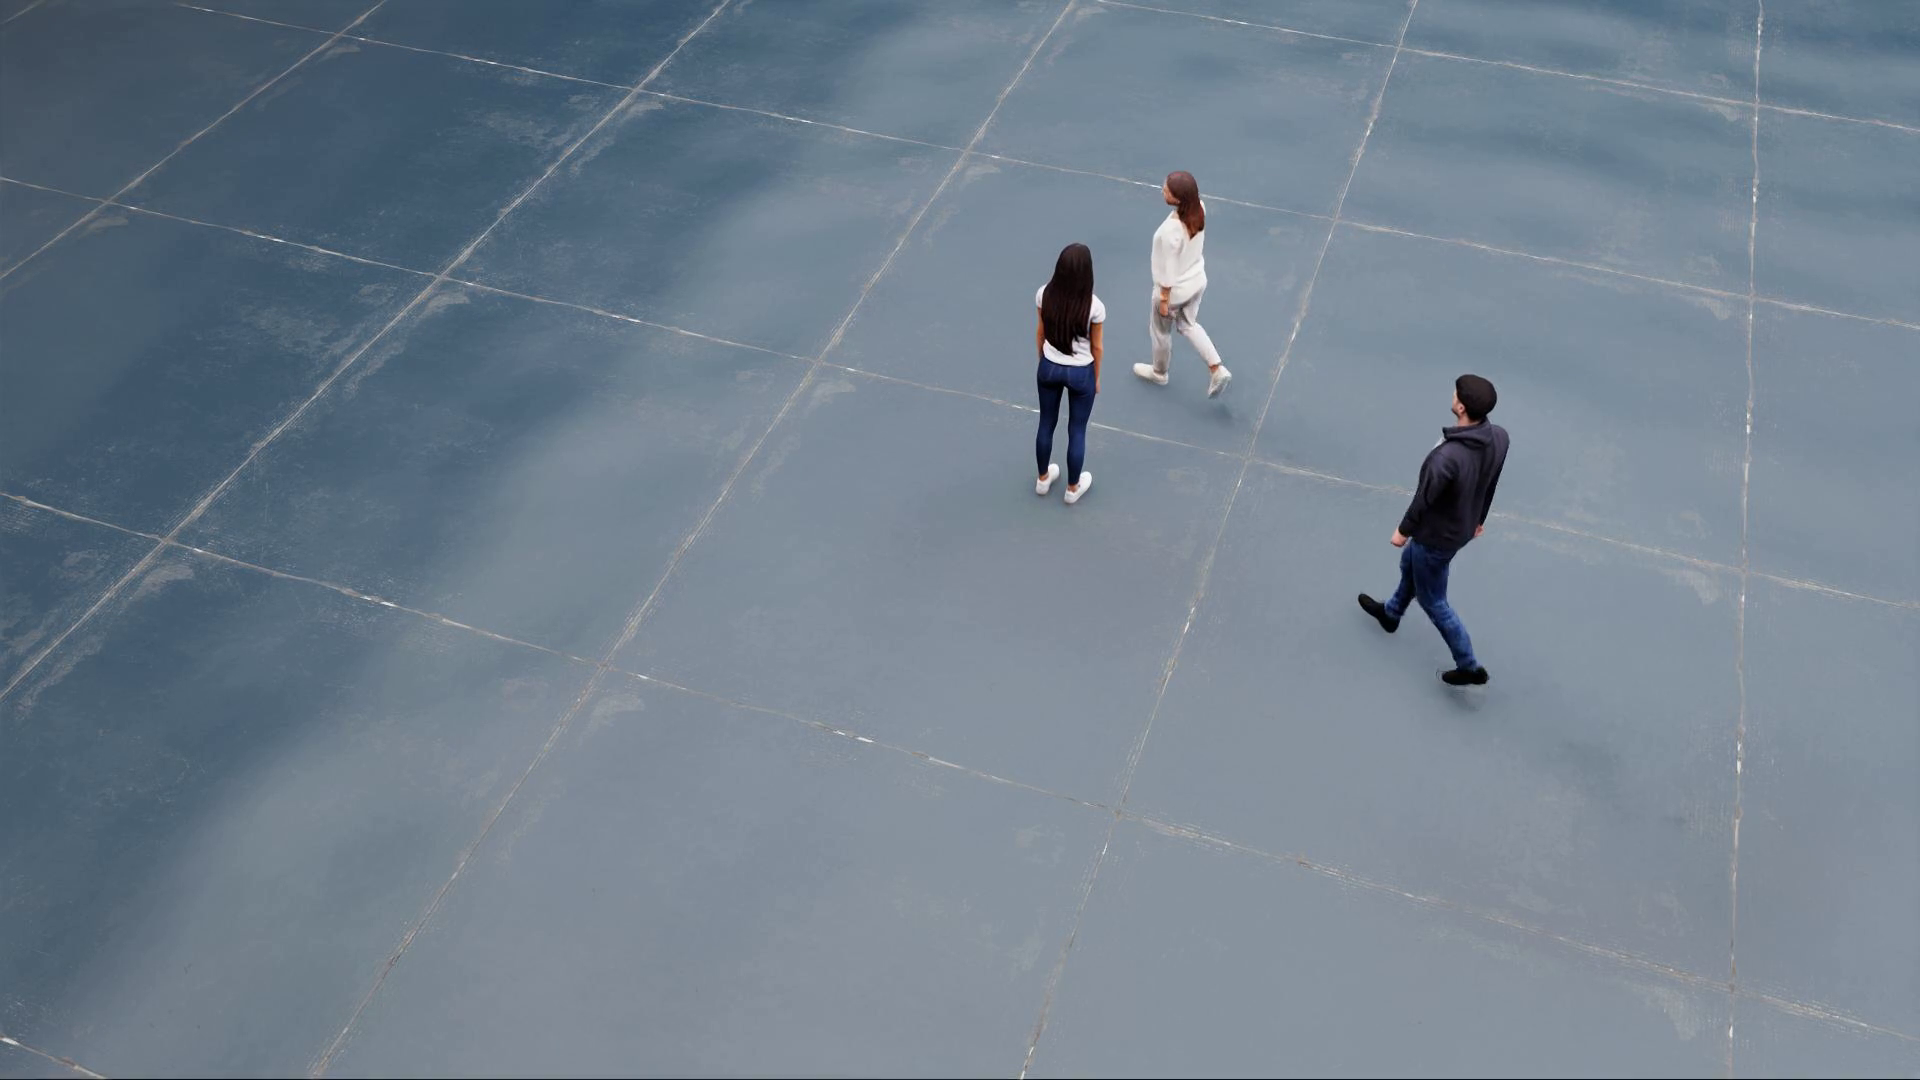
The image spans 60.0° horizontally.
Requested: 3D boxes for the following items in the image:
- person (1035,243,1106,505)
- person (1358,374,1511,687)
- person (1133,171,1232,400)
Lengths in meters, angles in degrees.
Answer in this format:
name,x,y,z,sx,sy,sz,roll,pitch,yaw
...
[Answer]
name,x,y,z,sx,sy,sz,roll,pitch,yaw
person,0.624,-0.968,9.808,0.449,1.774,0.645,17,46,17
person,2.590,0.005,8.705,1.061,1.858,1.277,-31,51,-29
person,1.459,-1.598,10.561,1.026,1.667,0.798,28,50,27
